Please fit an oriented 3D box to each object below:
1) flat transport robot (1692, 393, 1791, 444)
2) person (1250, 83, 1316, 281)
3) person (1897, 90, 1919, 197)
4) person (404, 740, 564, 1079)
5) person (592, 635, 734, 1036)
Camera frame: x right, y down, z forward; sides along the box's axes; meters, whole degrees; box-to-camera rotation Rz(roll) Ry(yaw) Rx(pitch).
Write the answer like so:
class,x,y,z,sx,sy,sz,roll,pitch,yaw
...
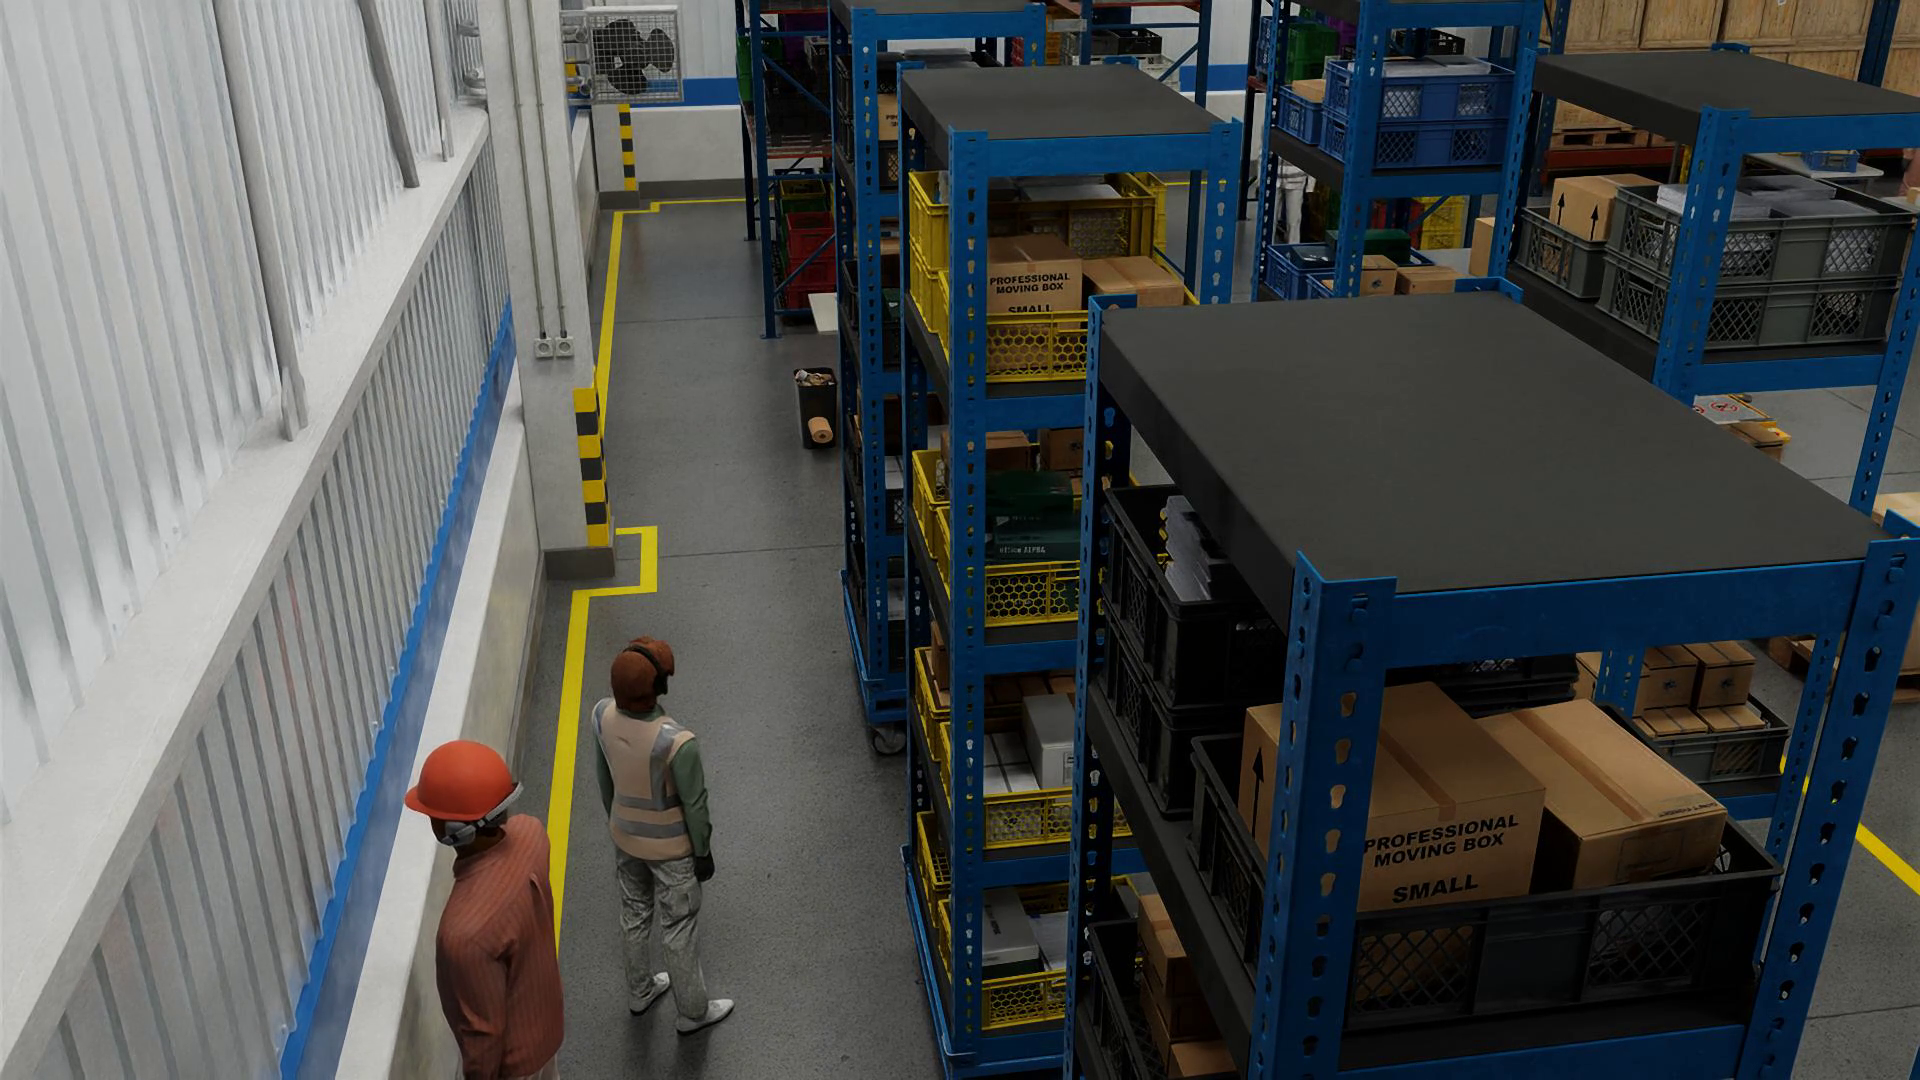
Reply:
class,x,y,z,sx,sy,sz,roll,pitch,yaw
flat transport robot,5.224,-0.859,12.132,1.431,0.197,0.652,-4,25,-8
person,3.049,-3.337,15.600,0.573,1.886,0.357,12,27,24
person,9.828,-3.881,16.764,0.639,1.904,0.407,1,25,1
person,-1.373,1.476,5.010,0.383,1.994,0.613,1,25,2
person,-1.129,1.117,6.211,0.516,1.639,0.308,15,29,30
